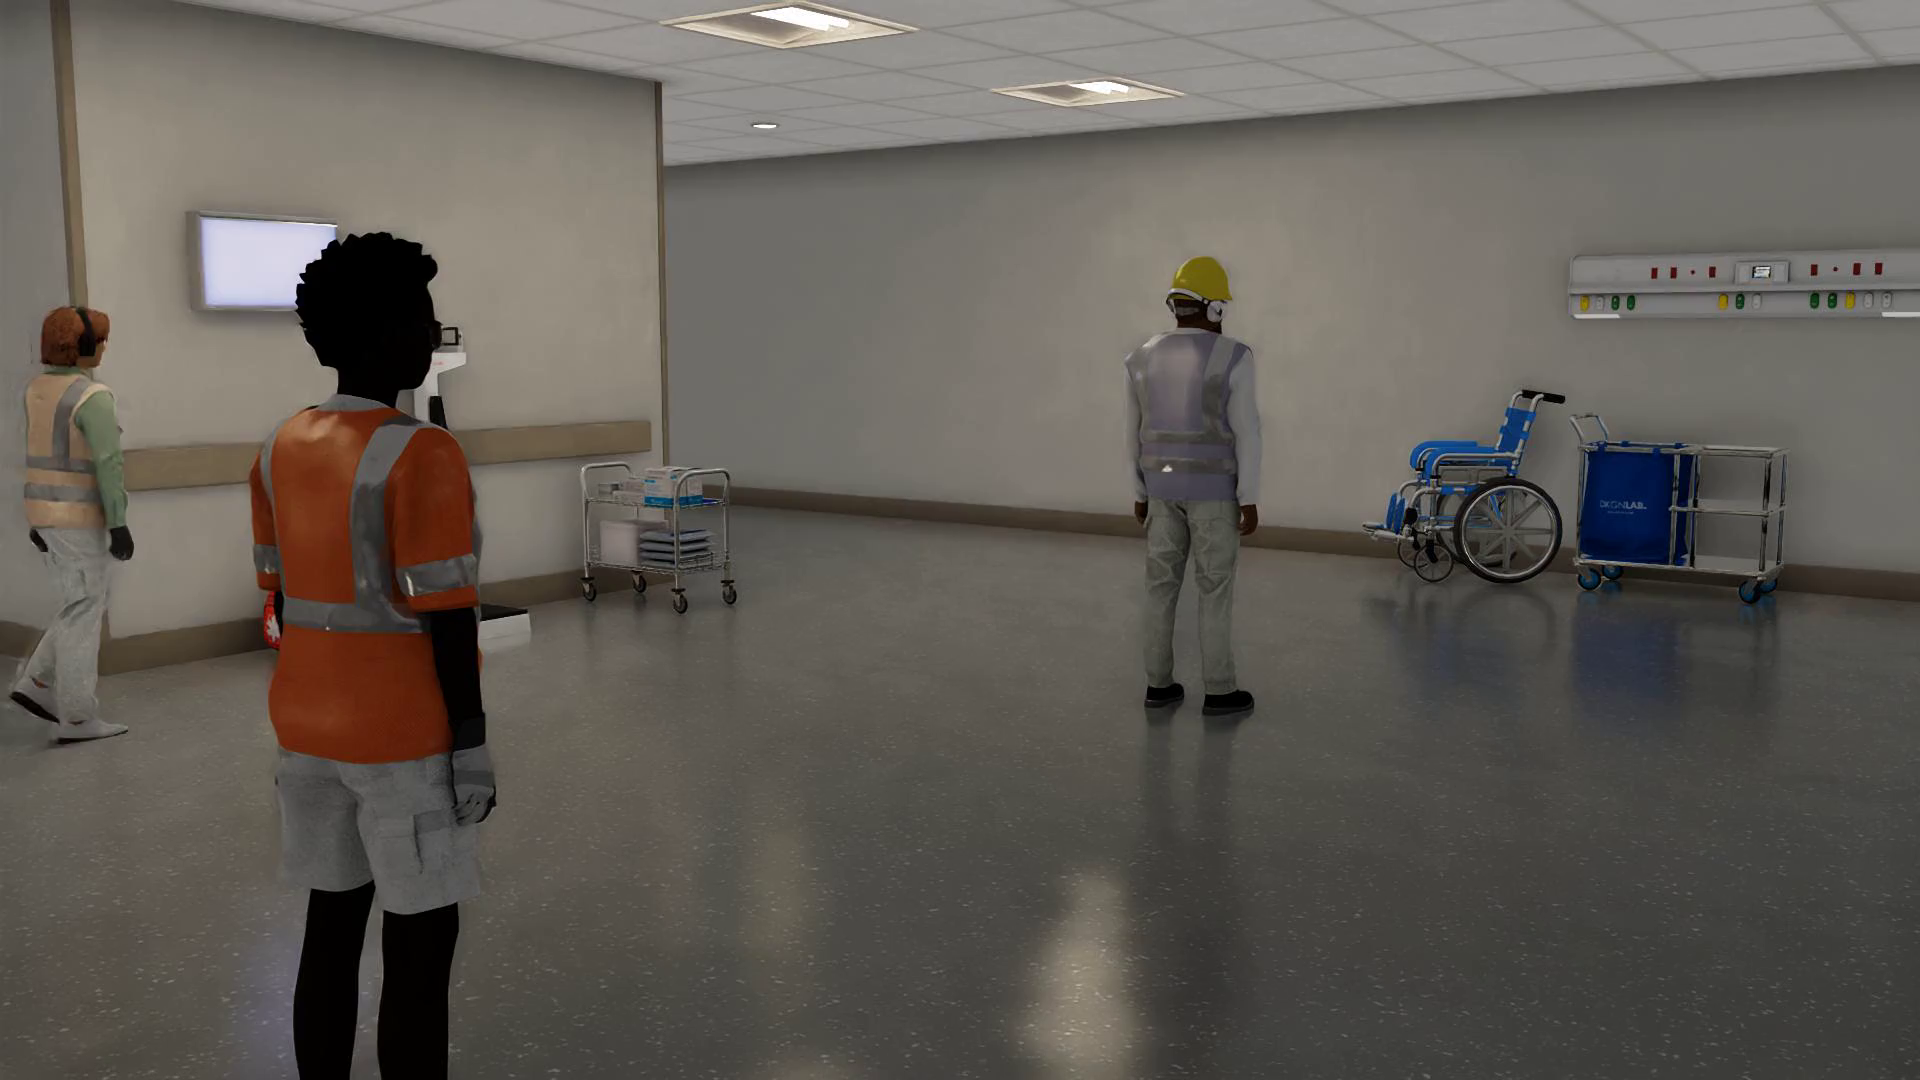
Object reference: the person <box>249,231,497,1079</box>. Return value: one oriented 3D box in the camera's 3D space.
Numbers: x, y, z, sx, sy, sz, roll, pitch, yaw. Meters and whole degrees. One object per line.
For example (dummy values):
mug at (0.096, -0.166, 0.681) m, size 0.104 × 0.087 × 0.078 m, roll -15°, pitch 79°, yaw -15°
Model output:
person at (-0.985, 0.333, 2.849) m, size 0.537 × 1.696 × 0.318 m, roll 5°, pitch 9°, yaw 36°

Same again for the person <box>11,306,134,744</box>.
person at (-3.299, -0.055, 6.233) m, size 0.516 × 1.631 × 0.366 m, roll 6°, pitch 9°, yaw 39°

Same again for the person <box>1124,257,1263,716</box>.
person at (0.948, -0.212, 6.690) m, size 0.593 × 1.833 × 0.404 m, roll 5°, pitch 9°, yaw 36°
